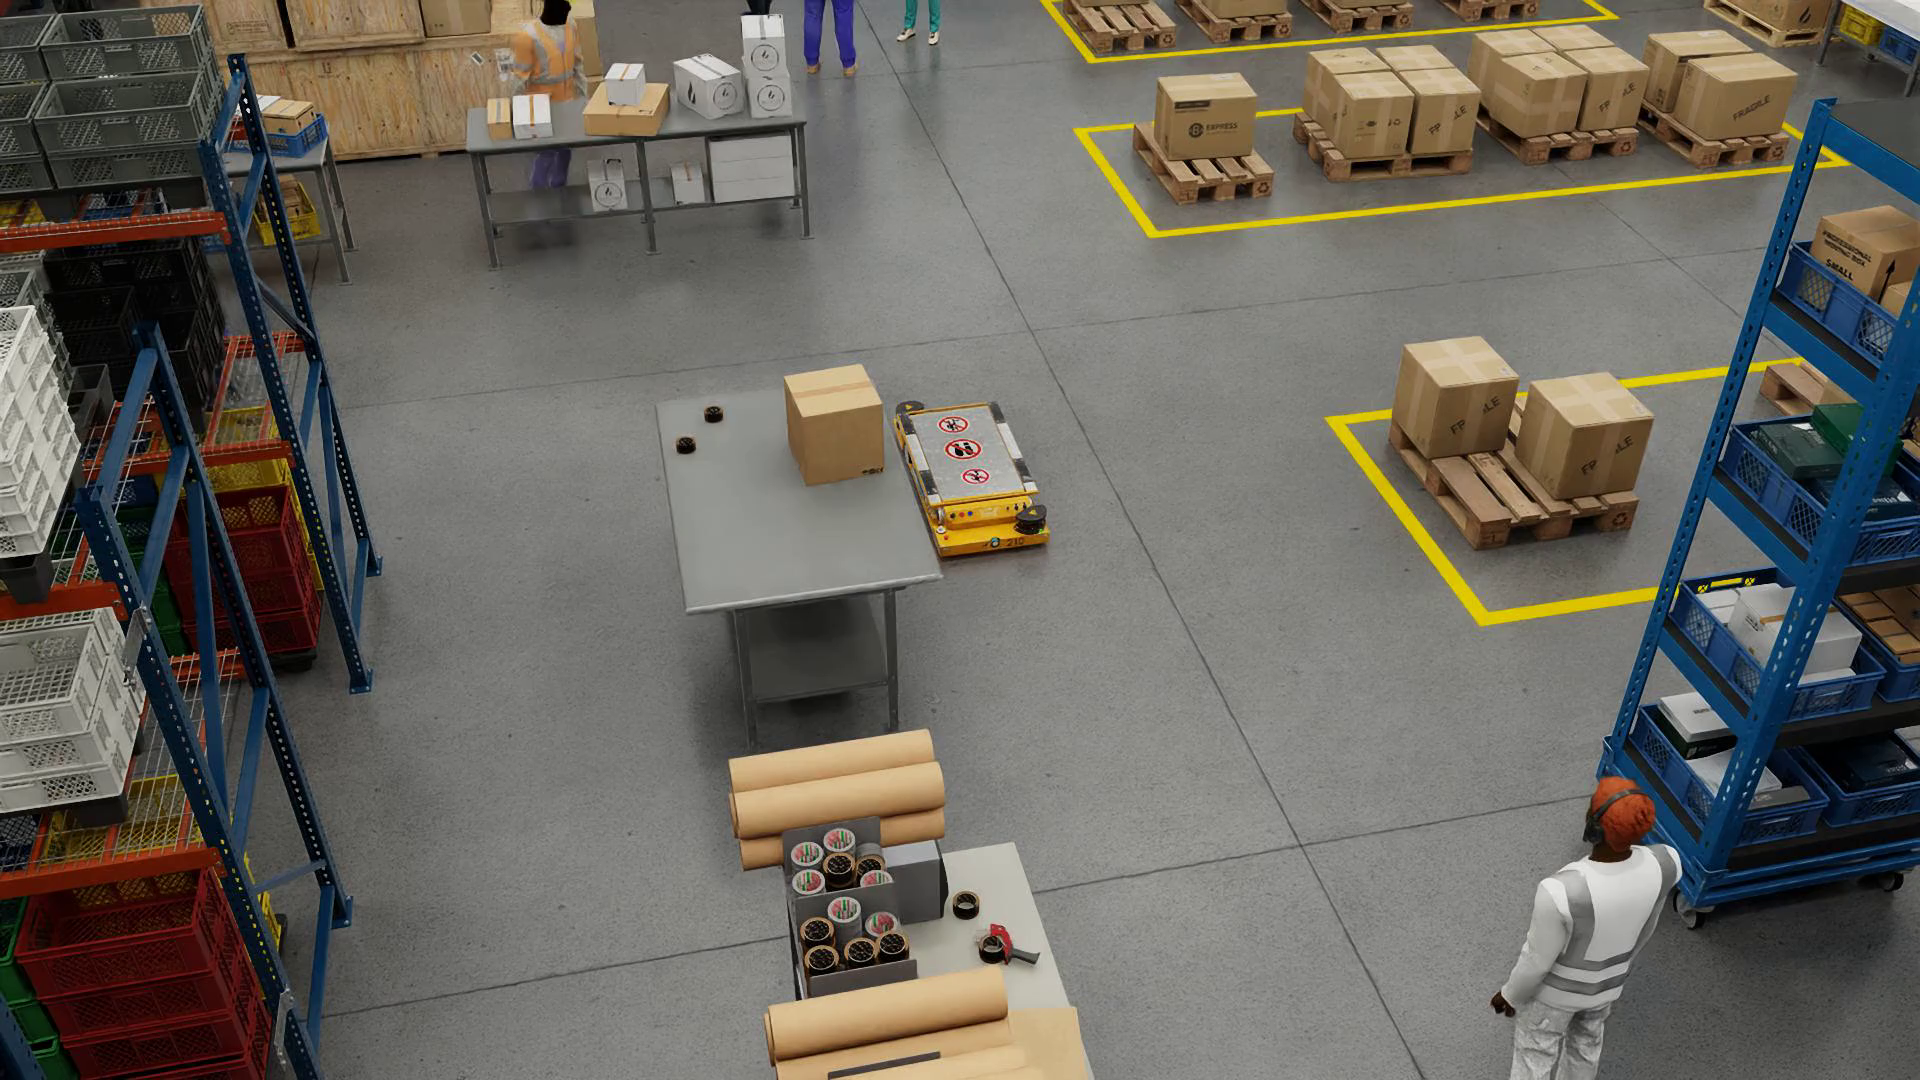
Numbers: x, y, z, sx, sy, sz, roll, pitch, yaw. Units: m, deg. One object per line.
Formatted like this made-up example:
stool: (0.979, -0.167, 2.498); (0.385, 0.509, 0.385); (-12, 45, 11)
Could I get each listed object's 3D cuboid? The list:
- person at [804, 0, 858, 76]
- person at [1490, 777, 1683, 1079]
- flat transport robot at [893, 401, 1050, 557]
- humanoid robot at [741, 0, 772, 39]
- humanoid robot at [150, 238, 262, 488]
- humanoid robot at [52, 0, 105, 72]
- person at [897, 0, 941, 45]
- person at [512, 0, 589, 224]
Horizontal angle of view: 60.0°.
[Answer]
person: (-1.207, -5.276, 15.162); (0.682, 2.000, 0.536); (7, 37, 9)
person: (2.226, 1.584, 6.073); (0.573, 1.883, 0.355); (-13, 38, -16)
flat transport robot: (0.046, -0.430, 10.108); (0.652, 0.197, 1.431); (-8, 37, -10)
humanoid robot: (-1.693, -4.255, 14.090); (0.350, 1.646, 0.575); (-4, 37, -6)
humanoid robot: (-4.524, -1.090, 9.866); (0.589, 1.634, 0.671); (30, 46, 34)
humanoid robot: (-7.265, -4.061, 13.831); (0.340, 1.650, 0.573); (-4, 37, -5)
person: (-0.375, -5.626, 15.859); (0.524, 1.769, 0.313); (13, 38, 16)
person: (-3.095, -3.366, 12.725); (0.481, 1.879, 0.629); (20, 41, 25)
